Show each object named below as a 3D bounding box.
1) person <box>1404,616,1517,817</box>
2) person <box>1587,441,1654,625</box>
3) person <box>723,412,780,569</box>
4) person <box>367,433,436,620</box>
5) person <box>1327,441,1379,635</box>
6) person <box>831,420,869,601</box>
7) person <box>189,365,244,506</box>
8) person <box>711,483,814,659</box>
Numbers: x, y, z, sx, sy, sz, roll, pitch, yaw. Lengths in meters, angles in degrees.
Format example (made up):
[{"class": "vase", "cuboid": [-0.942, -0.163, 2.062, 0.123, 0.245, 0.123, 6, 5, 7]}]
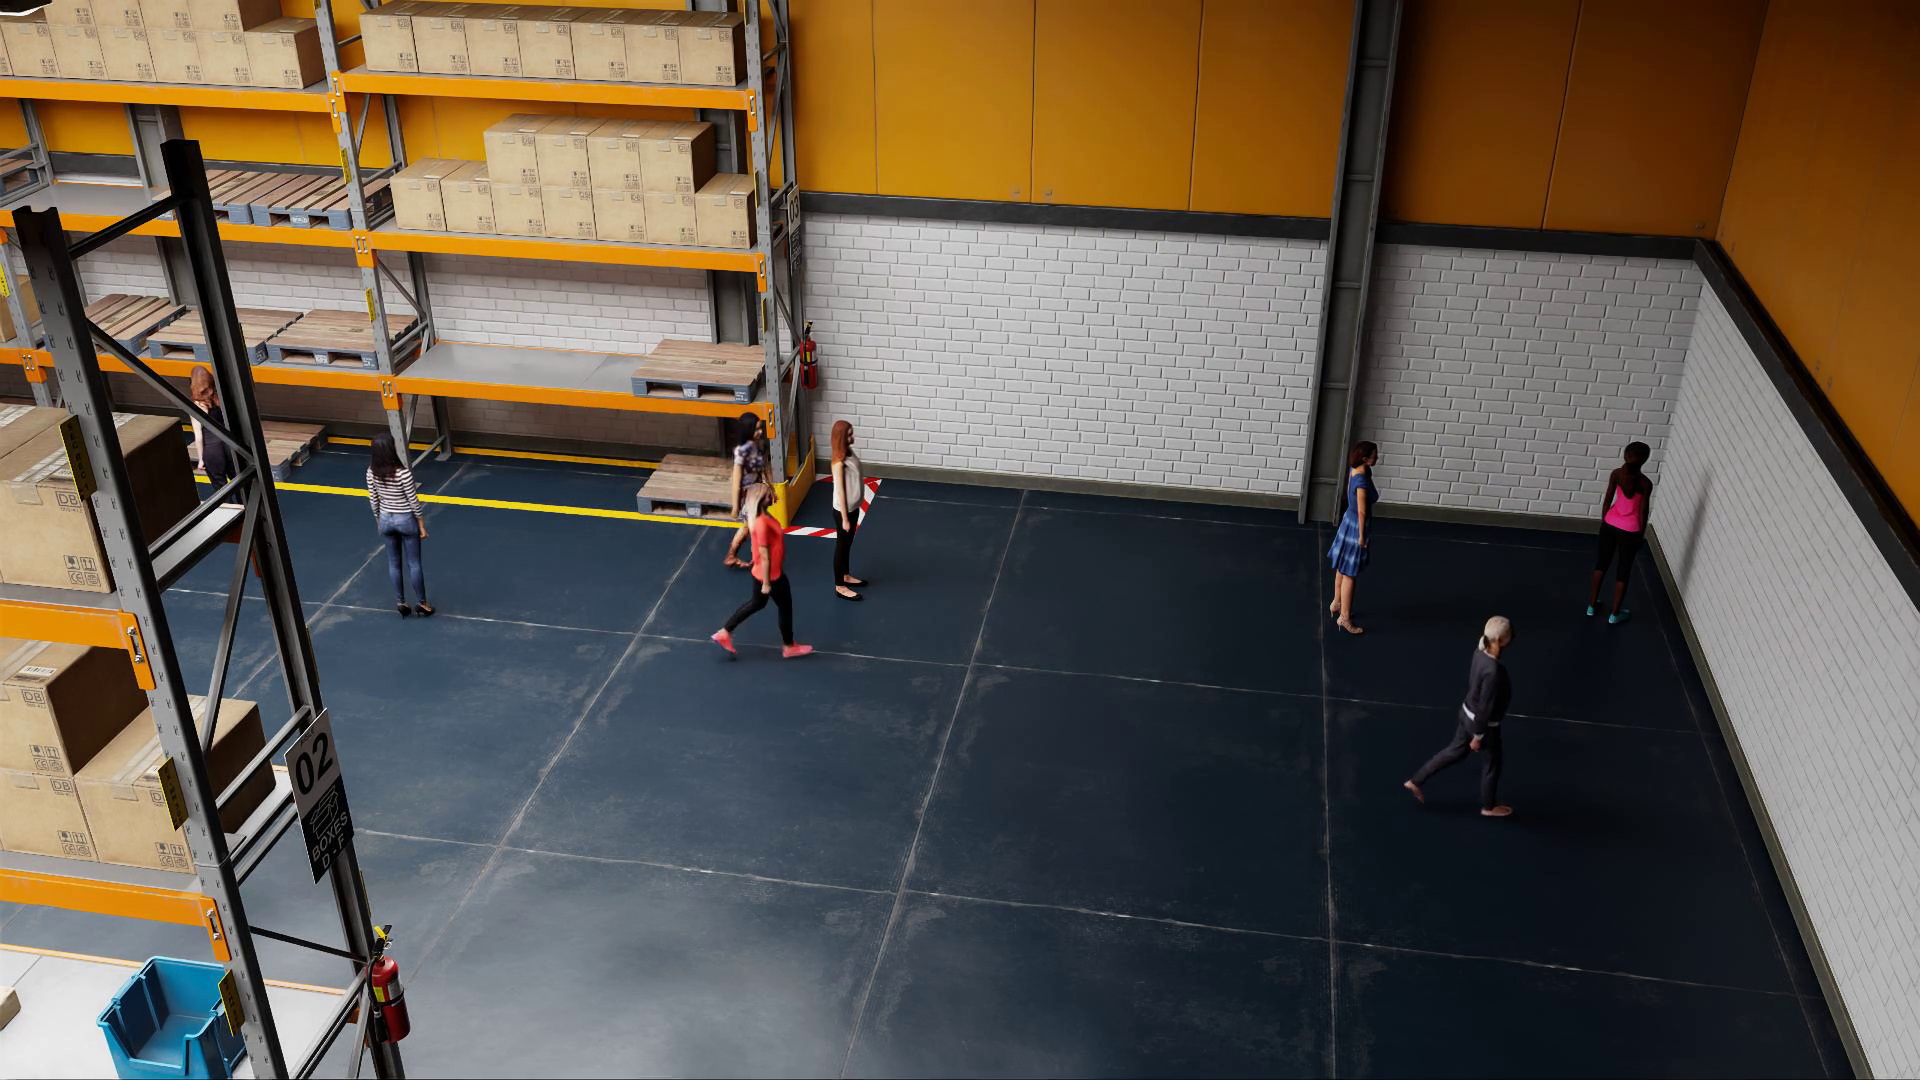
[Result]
[{"class": "person", "cuboid": [3.720, 1.299, 12.176, 1.087, 1.701, 0.755, 0, 29, 0]}, {"class": "person", "cuboid": [5.832, -0.081, 14.684, 0.720, 1.722, 0.648, -23, 36, -36]}, {"class": "person", "cuboid": [-1.959, -0.396, 15.272, 0.939, 1.712, 0.746, 11, 31, 20]}, {"class": "person", "cuboid": [-4.945, -0.114, 14.667, 0.408, 1.797, 0.639, 4, 29, 8]}, {"class": "person", "cuboid": [3.457, -0.041, 14.523, 0.627, 1.806, 0.706, 0, 29, 0]}, {"class": "person", "cuboid": [-1.040, -0.288, 15.064, 0.487, 1.721, 0.572, 5, 29, 8]}, {"class": "person", "cuboid": [-7.173, -0.871, 16.107, 0.644, 1.747, 0.647, 18, 34, 30]}, {"class": "person", "cuboid": [-1.723, 0.298, 14.048, 1.166, 1.667, 0.896, -7, 29, -13]}]
